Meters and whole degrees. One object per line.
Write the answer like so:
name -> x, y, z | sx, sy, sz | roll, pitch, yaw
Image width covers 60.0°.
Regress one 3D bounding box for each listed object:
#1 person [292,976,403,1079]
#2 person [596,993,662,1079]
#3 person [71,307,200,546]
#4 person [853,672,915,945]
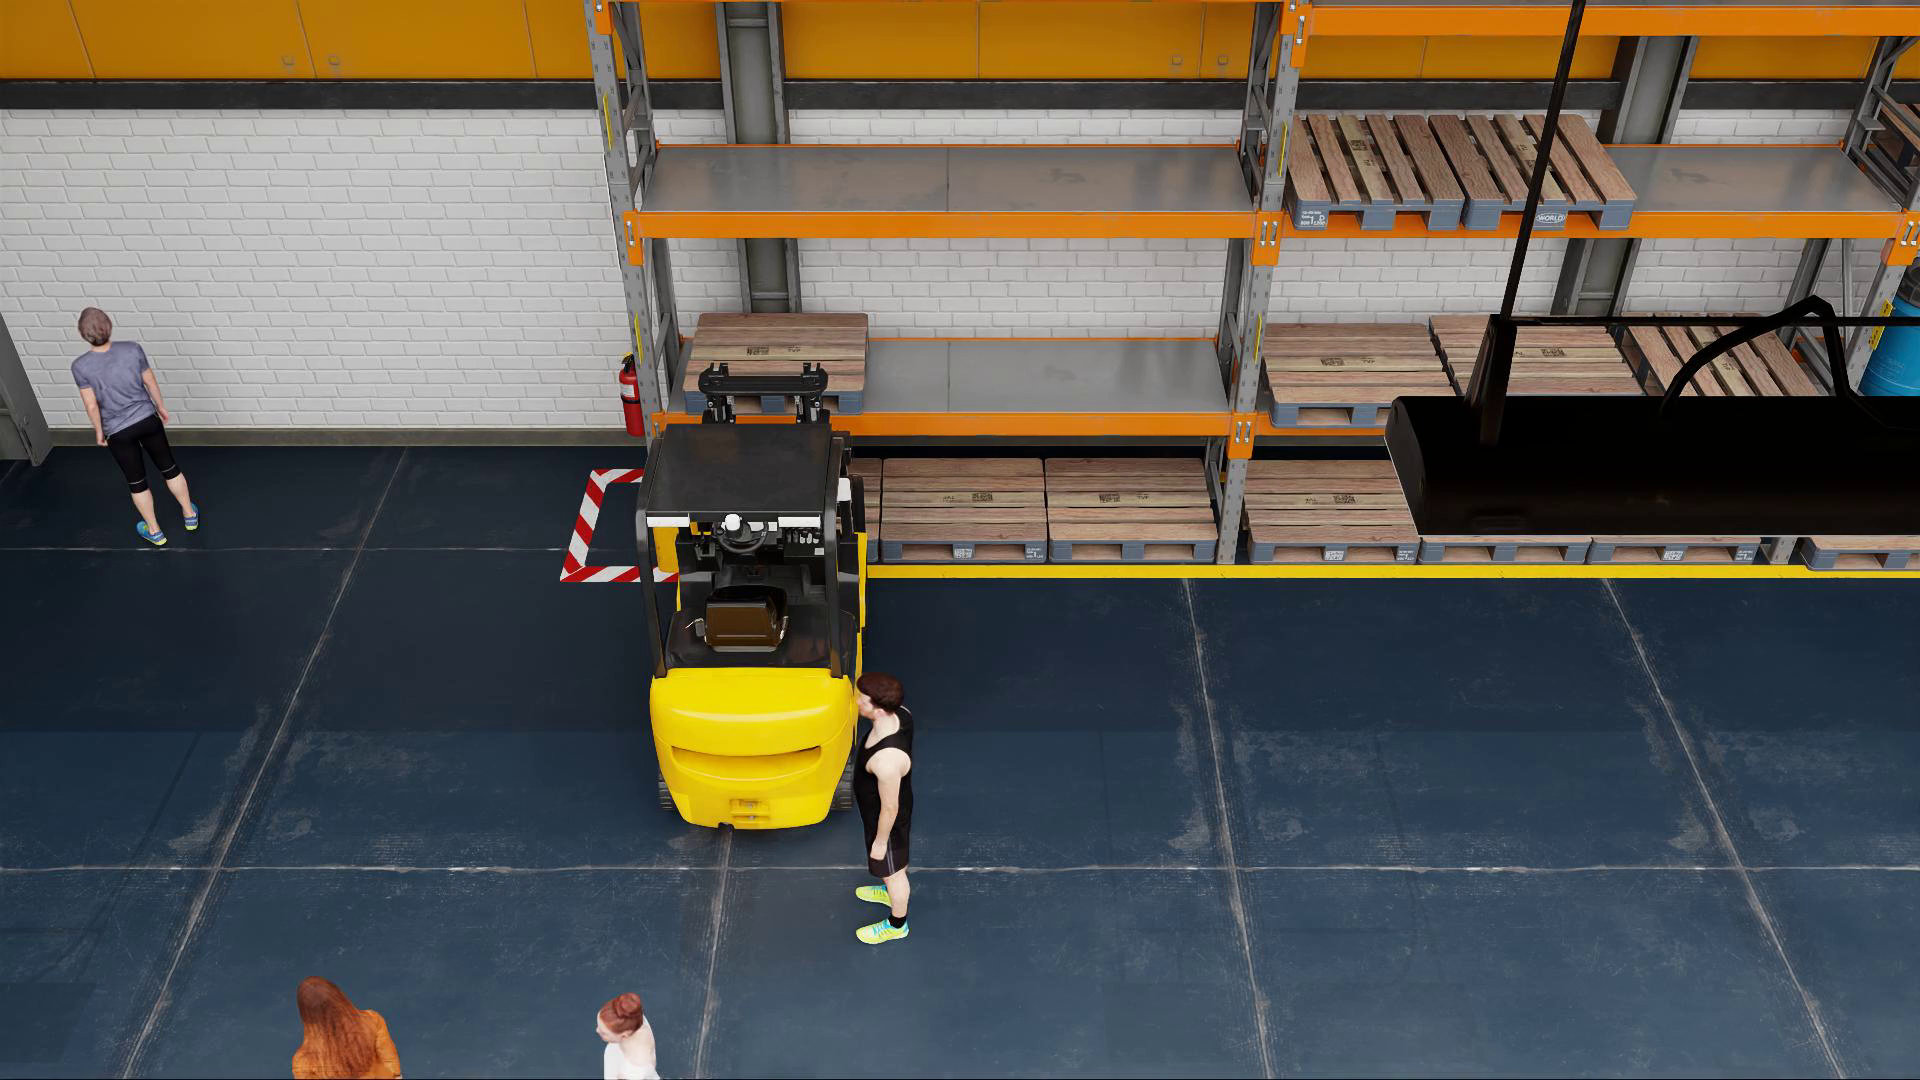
person -> -2.699, 2.631, 7.583 | 1.078, 1.697, 1.011 | 32, 48, 33
person -> -1.343, 2.607, 7.551 | 0.925, 1.775, 0.704 | -6, 39, -8
person -> -5.838, -0.809, 11.737 | 0.736, 1.889, 0.811 | -28, 47, -31
person -> -0.397, 1.430, 8.930 | 0.579, 1.892, 0.669 | -1, 39, -2
